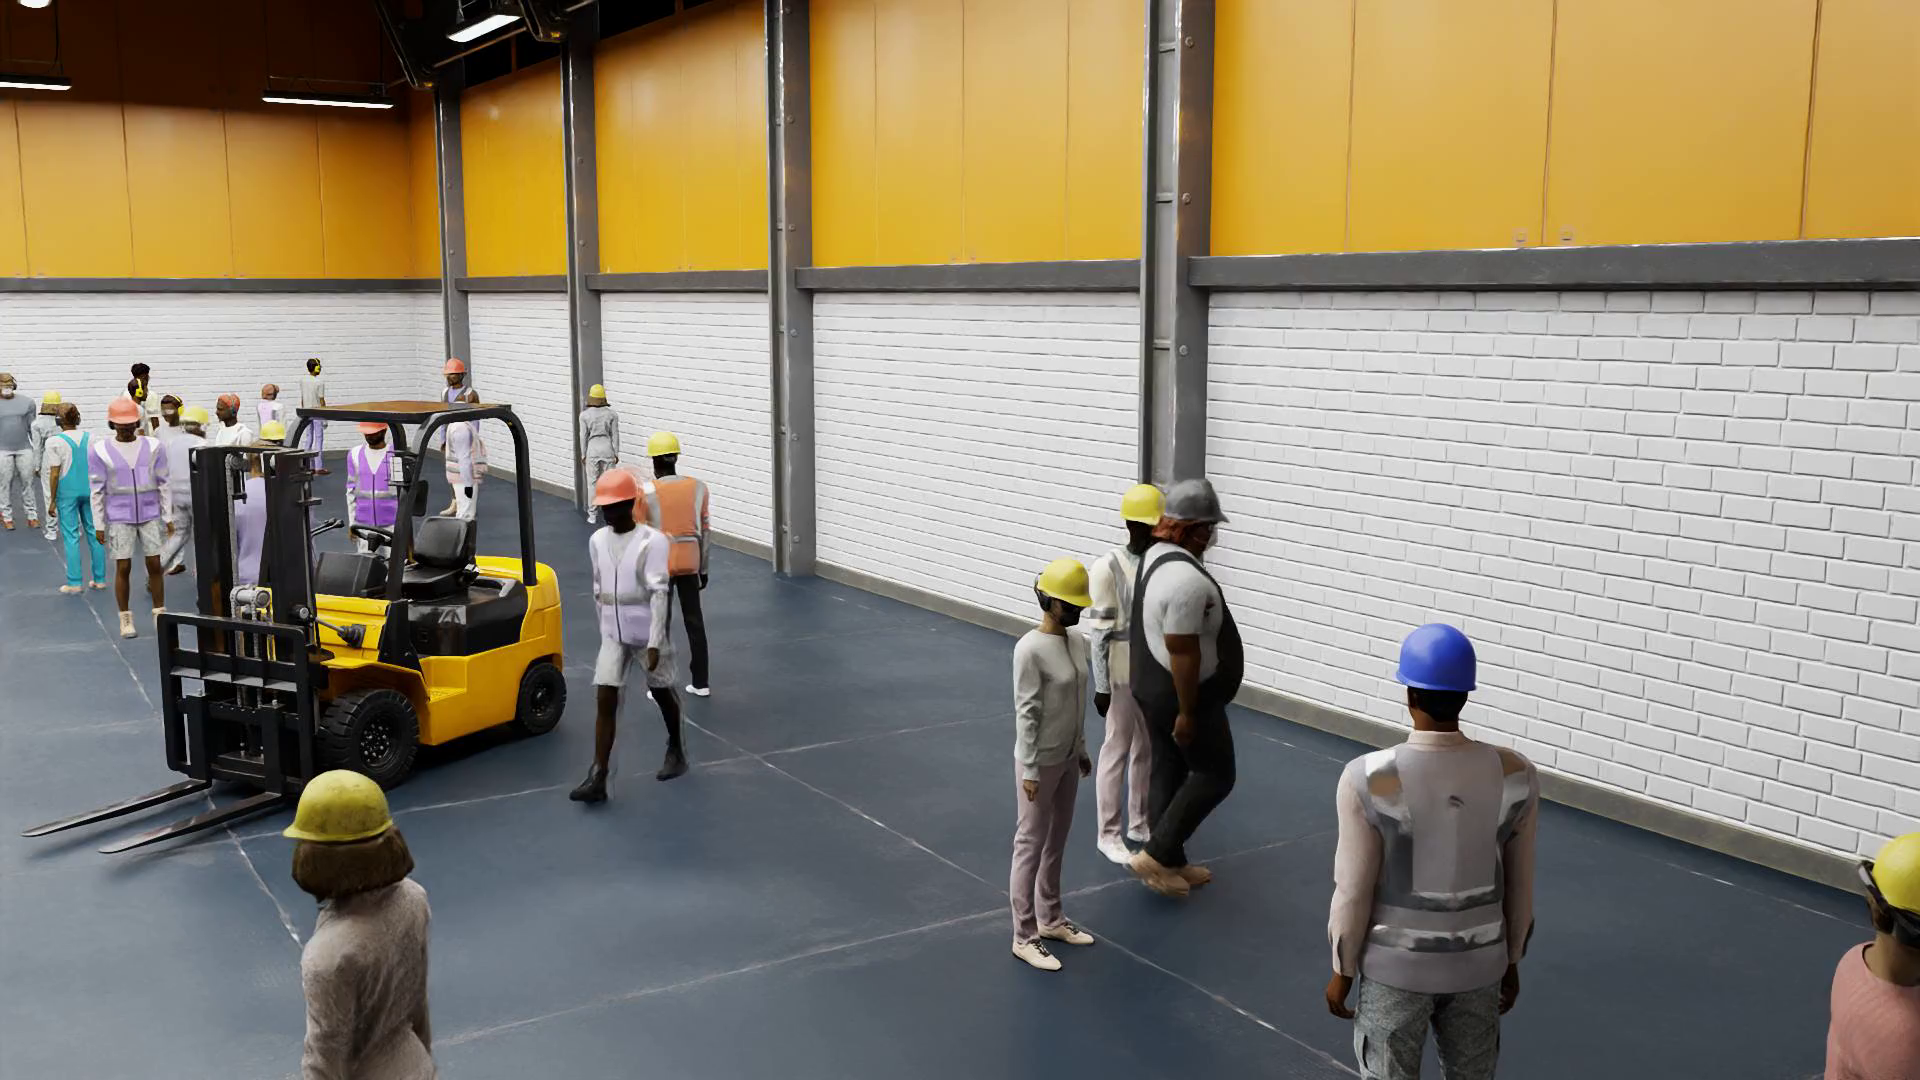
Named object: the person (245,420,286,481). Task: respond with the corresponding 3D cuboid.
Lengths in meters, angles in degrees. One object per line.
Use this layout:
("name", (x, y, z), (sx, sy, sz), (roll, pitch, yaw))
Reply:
("person", (-6.023, -0.171, 14.677), (0.315, 1.769, 0.523), (7, 11, 39))

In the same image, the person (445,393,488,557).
("person", (-5.189, -0.627, 17.522), (0.428, 1.837, 0.633), (-3, 9, -18))

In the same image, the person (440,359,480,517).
("person", (-6.440, -1.298, 21.345), (0.605, 2.044, 0.375), (4, 9, 25))

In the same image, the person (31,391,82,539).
("person", (-10.601, -0.879, 19.525), (0.490, 1.744, 0.295), (-6, 10, -35))

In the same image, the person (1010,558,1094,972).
("person", (0.417, 0.947, 7.174), (0.328, 1.759, 0.524), (5, 10, 31))

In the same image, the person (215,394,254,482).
("person", (-7.247, -0.512, 16.591), (0.576, 1.882, 0.355), (6, 10, 36))

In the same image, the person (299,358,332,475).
("person", (-10.245, -1.954, 26.400), (0.502, 1.861, 0.328), (4, 9, 22))

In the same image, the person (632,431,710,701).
("person", (-2.047, 0.189, 11.754), (0.594, 1.917, 0.397), (-5, 10, -33))

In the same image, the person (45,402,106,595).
("person", (-8.479, -0.399, 15.948), (0.328, 1.844, 0.513), (6, 10, 33))

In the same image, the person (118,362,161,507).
("person", (-10.985, -1.401, 22.343), (0.603, 1.957, 0.385), (3, 9, 17))

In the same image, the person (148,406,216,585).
("person", (-7.432, -0.374, 15.962), (0.629, 1.797, 0.718), (3, 9, 19))

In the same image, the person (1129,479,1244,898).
("person", (1.080, 0.695, 7.921), (0.536, 2.000, 0.689), (-2, 9, -11))

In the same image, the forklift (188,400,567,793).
("forklift", (-3.529, 0.258, 10.348), (1.214, 2.155, 2.313), (4, 9, 25))

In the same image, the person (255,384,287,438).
("person", (-9.531, -1.348, 23.067), (0.515, 1.633, 0.310), (4, 9, 23))

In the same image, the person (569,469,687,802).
("person", (-1.890, 0.531, 9.588), (0.576, 1.887, 1.003), (3, 9, 22))

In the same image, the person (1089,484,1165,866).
("person", (0.915, 0.671, 8.460), (0.595, 1.925, 0.372), (-7, 11, -40))

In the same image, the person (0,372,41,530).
("person", (-11.549, -1.076, 20.255), (0.641, 1.927, 0.386), (-7, 11, -41))

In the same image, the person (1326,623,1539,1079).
("person", (1.351, 1.204, 4.801), (0.609, 1.948, 0.389), (-1, 9, -9))

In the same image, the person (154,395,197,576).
("person", (-7.955, -0.555, 16.967), (0.510, 1.861, 0.324), (1, 8, 4))

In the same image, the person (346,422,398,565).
("person", (-4.923, -0.166, 14.104), (0.543, 1.927, 0.374), (-1, 8, -4))

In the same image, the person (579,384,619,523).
("person", (-4.518, -1.081, 20.878), (0.488, 1.746, 0.285), (-2, 9, -14))

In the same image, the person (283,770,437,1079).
("person", (-1.466, 1.413, 4.099), (0.324, 1.739, 0.489), (1, 9, 10))

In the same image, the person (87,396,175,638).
("person", (-6.915, -0.187, 13.912), (0.613, 2.029, 0.409), (-7, 11, -38))

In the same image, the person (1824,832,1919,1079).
("person", (2.021, 1.476, 3.637), (0.347, 1.753, 0.530), (4, 9, 23))

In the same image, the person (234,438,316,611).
("person", (-4.589, 0.292, 11.034), (0.632, 1.930, 0.377), (-6, 10, -36))
